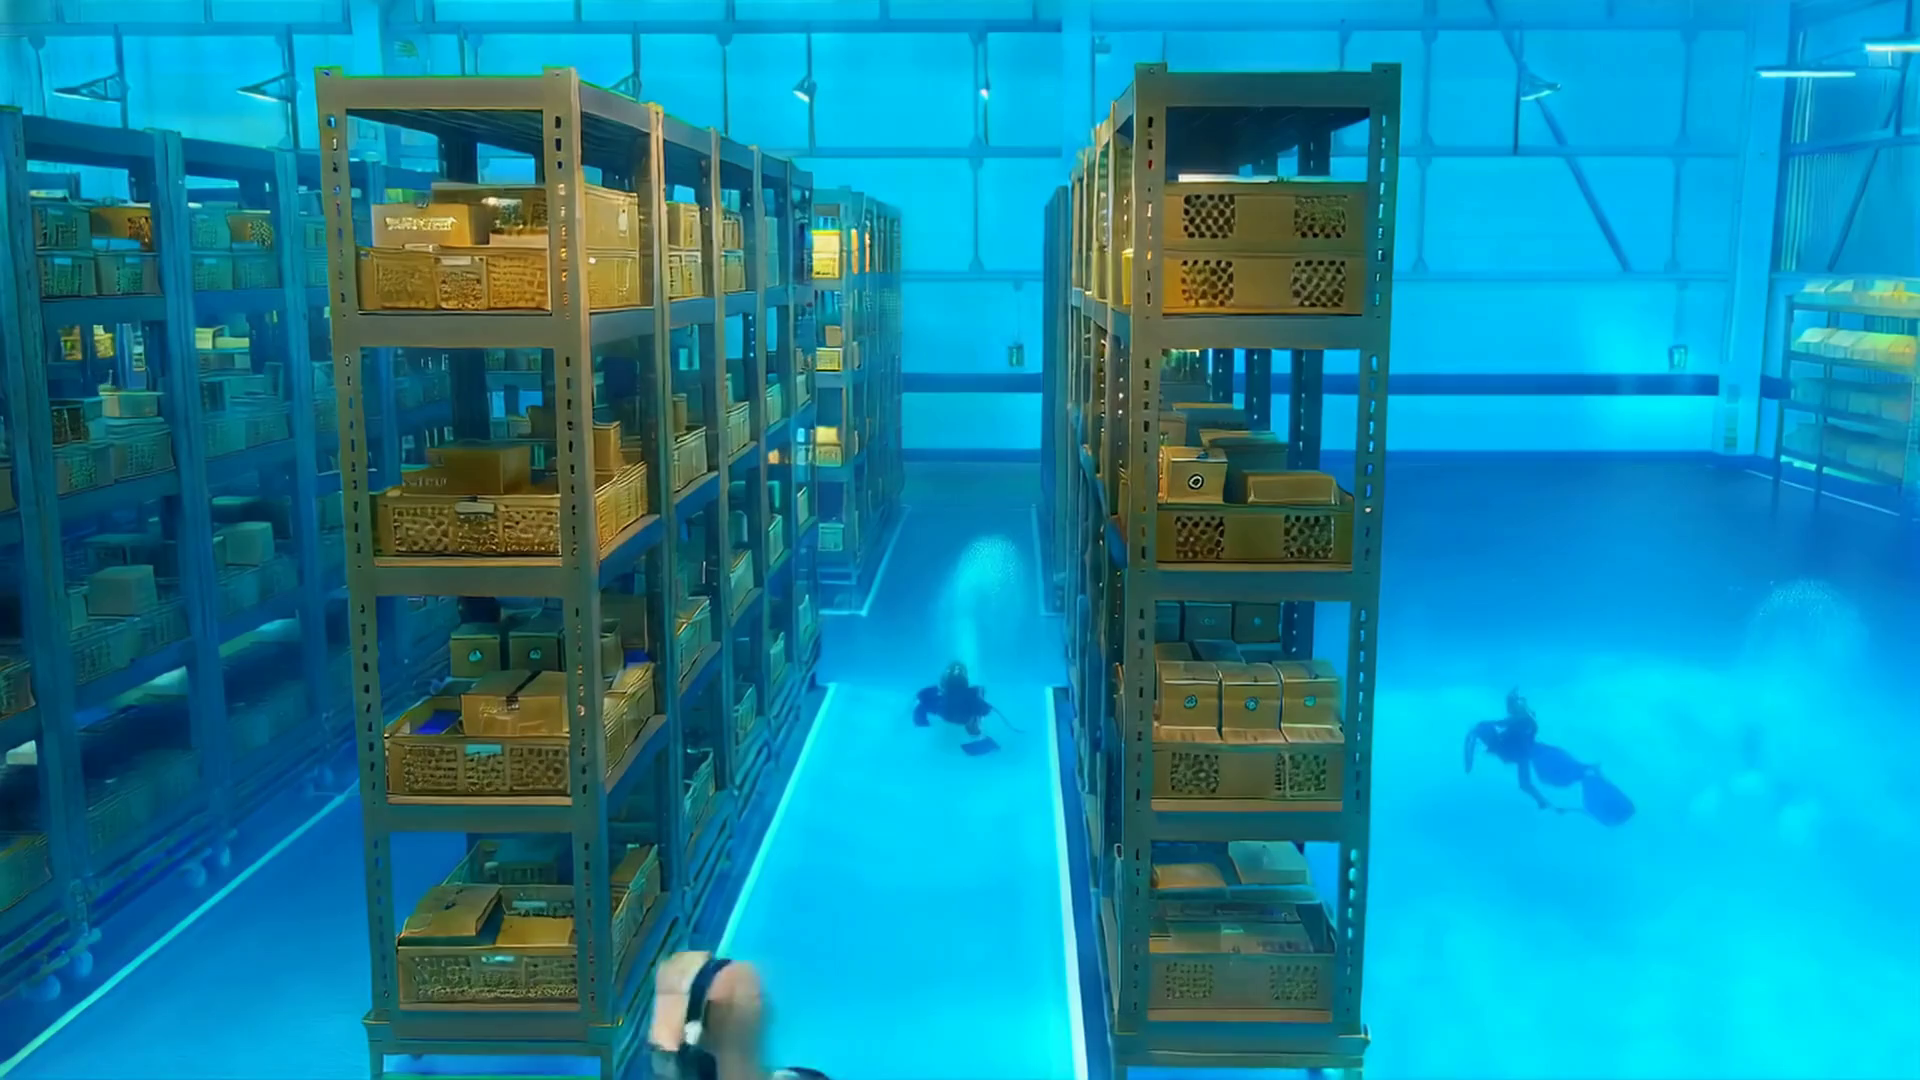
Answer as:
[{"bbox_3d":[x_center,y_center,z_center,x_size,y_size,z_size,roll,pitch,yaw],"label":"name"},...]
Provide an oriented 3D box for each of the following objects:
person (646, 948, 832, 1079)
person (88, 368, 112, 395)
[{"bbox_3d":[-0.481,1.610,2.959,0.929,1.866,0.645,4,10,20],"label":"person"},{"bbox_3d":[-9.958,-1.159,19.335,0.579,1.817,0.825,-1,10,-4],"label":"person"}]
